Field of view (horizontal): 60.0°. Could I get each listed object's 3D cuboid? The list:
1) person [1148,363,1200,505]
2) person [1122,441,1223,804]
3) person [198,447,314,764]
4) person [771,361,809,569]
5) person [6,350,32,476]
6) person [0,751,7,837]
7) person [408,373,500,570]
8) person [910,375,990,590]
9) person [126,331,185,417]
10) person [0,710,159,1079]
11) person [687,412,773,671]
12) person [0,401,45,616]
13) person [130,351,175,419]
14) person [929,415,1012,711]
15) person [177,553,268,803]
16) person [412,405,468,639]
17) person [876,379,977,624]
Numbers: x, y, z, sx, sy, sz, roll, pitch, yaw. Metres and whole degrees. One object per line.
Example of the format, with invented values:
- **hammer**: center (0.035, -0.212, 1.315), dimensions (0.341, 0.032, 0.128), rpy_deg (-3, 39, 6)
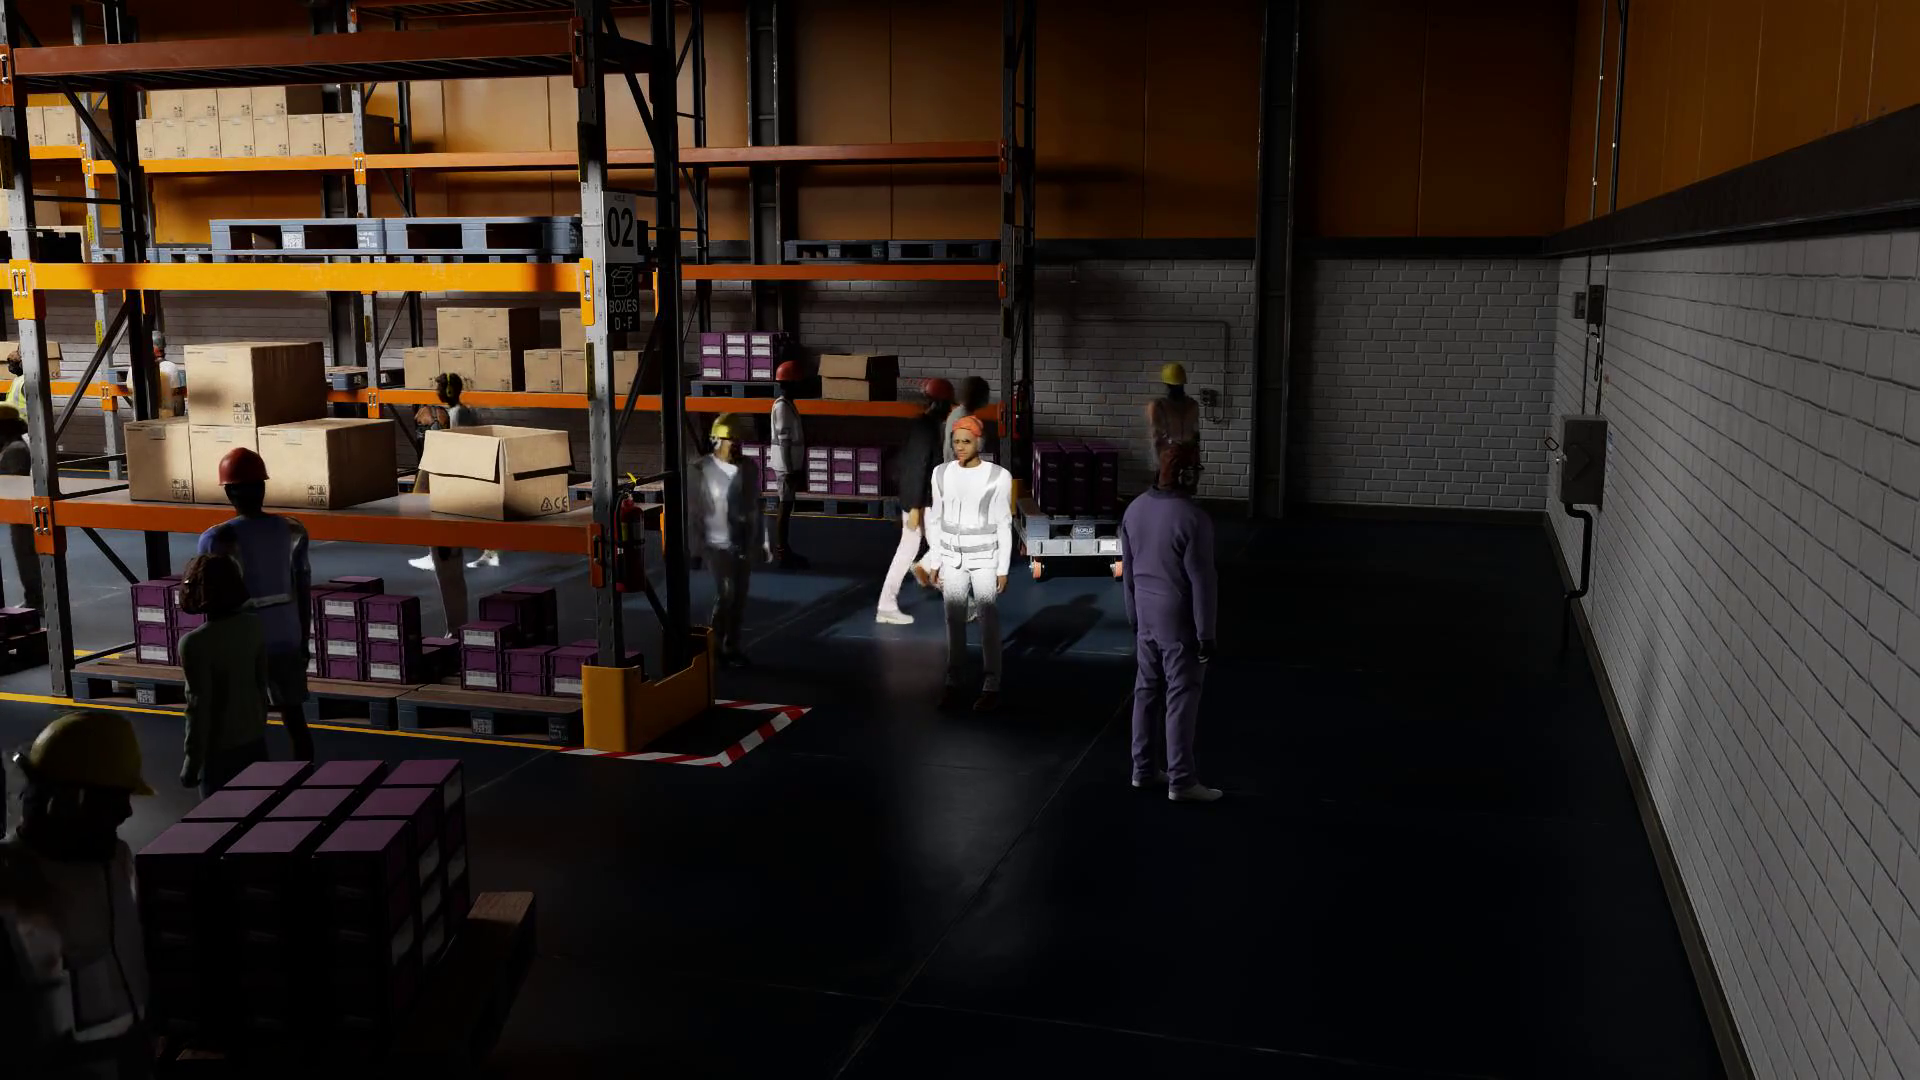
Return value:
- **person**: center (2.081, -0.757, 16.013), dimensions (0.596, 1.900, 0.406), rpy_deg (-4, 10, -25)
- **person**: center (1.141, 0.428, 8.778), dimensions (0.407, 1.906, 0.655), rpy_deg (-6, 11, -33)
- **person**: center (-3.461, 0.510, 8.197), dimensions (0.376, 1.934, 0.546), rpy_deg (8, 12, 39)
- **person**: center (-1.590, -0.702, 15.564), dimensions (0.361, 1.939, 0.543), rpy_deg (-1, 9, -5)
- **person**: center (-11.025, -1.320, 19.665), dimensions (0.429, 1.837, 0.624), rpy_deg (-7, 12, -37)
- **person**: center (-3.368, 0.991, 5.284), dimensions (0.685, 1.924, 0.648), rpy_deg (8, 13, 42)
- **person**: center (-4.734, -0.626, 15.418), dimensions (0.897, 1.827, 0.541), rpy_deg (-2, 10, -12)
- **person**: center (-0.065, -0.464, 14.234), dimensions (0.718, 1.906, 0.688), rpy_deg (-1, 9, -9)
- **person**: center (-9.756, -1.541, 20.369), dimensions (0.688, 2.000, 0.539), rpy_deg (2, 10, 12)
- **person**: center (-2.067, 1.296, 3.835), dimensions (0.416, 1.789, 0.646), rpy_deg (1, 9, 6)
- **person**: center (-1.595, 0.018, 11.564), dimensions (0.430, 1.816, 0.601), rpy_deg (8, 12, 40)
- **person**: center (-7.620, -0.248, 13.421), dimensions (0.321, 1.739, 0.491), rpy_deg (-6, 11, -32)
- **person**: center (-9.367, -1.305, 19.455), dimensions (0.361, 1.902, 0.585), rpy_deg (0, 9, 2)
- **person**: center (0.066, 0.146, 10.588), dimensions (0.577, 1.879, 0.350), rpy_deg (5, 11, 28)
- **person**: center (-3.068, 0.863, 6.952), dimensions (0.269, 1.632, 0.509), rpy_deg (2, 10, 12)
- **person**: center (-3.702, -0.048, 11.907), dimensions (0.428, 1.836, 0.626), rpy_deg (-2, 10, -14)
- **person**: center (-0.219, -0.288, 13.059), dimensions (0.976, 1.927, 0.685), rpy_deg (-1, 9, -5)
